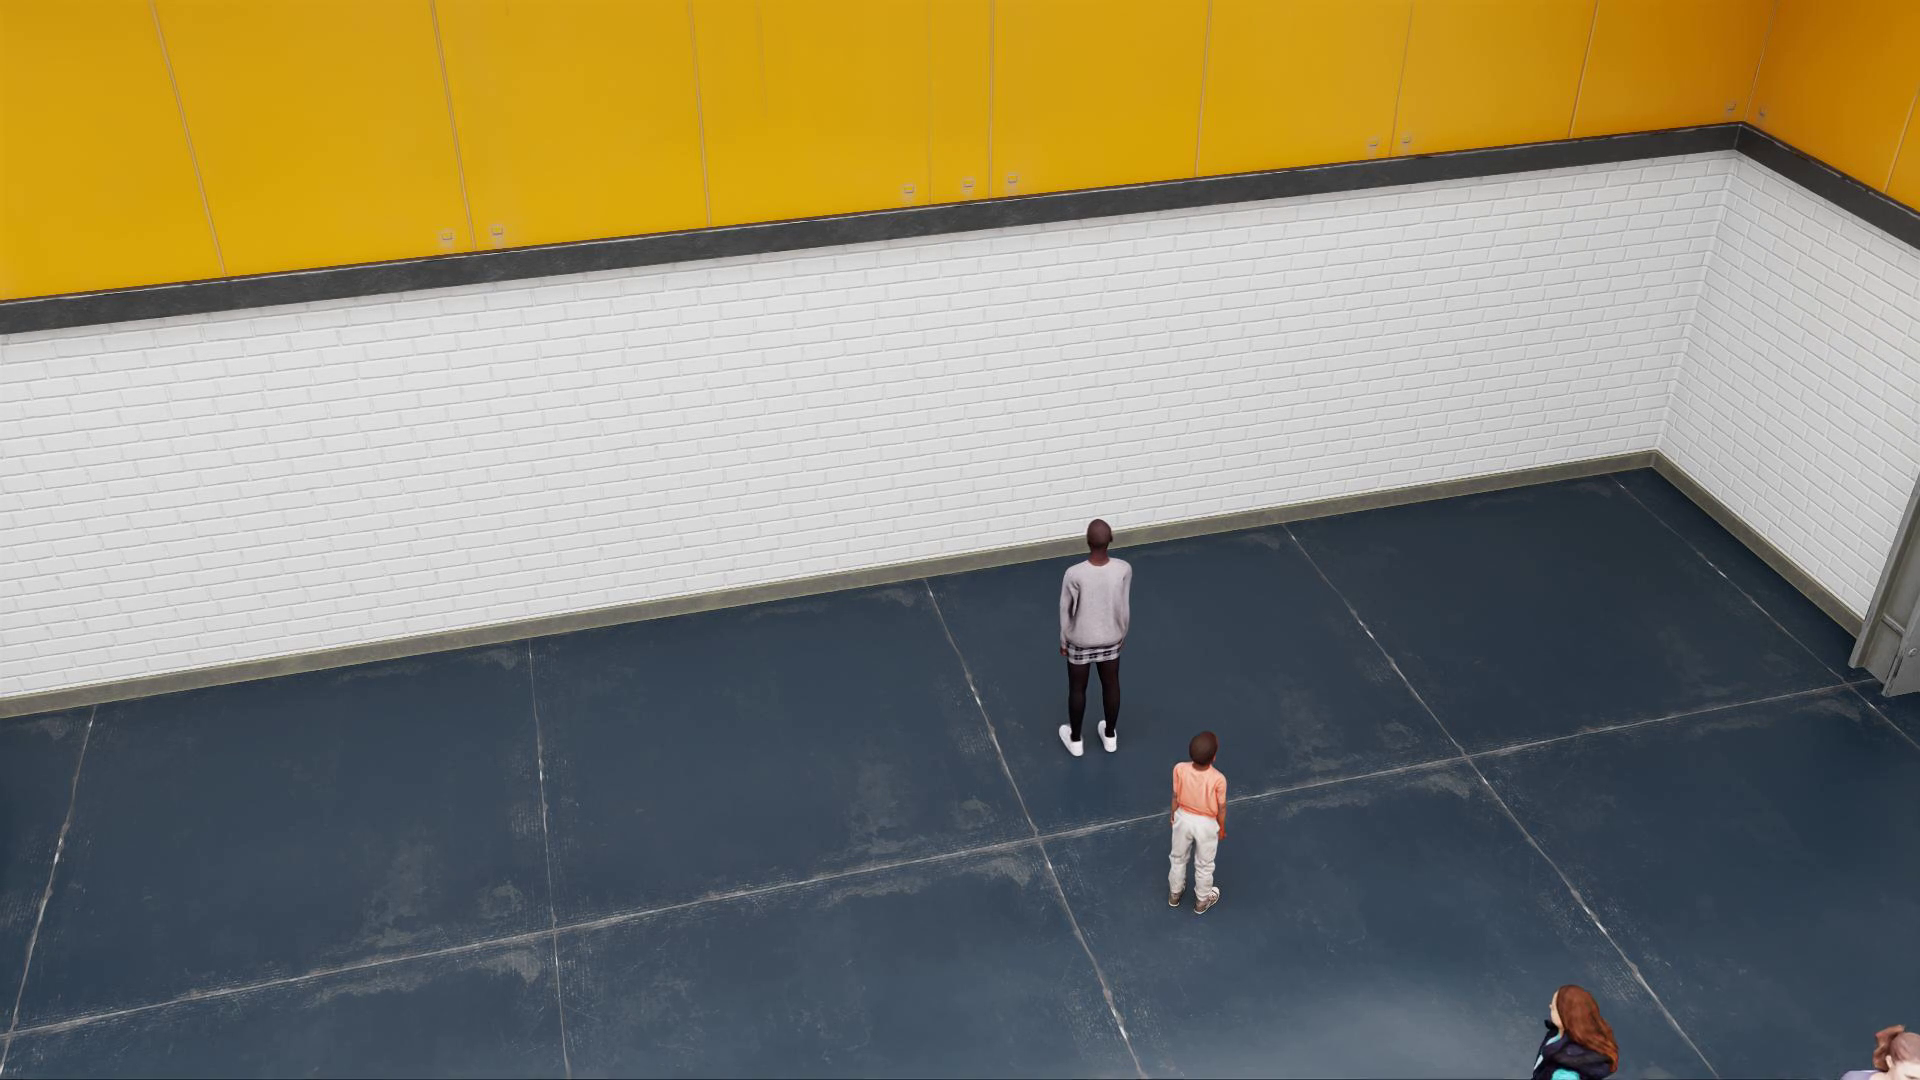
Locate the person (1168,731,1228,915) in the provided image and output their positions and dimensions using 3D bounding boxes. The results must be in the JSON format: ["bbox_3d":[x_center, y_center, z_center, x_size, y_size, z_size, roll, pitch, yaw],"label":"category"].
[{"bbox_3d":[1.376,1.635,9.669,0.563,1.310,0.615,15,36,21],"label":"person"}]

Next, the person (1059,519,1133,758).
[{"bbox_3d":[0.874,0.638,10.754,0.620,1.770,0.528,-6,34,-9],"label":"person"}]

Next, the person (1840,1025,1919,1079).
[{"bbox_3d":[4.038,2.771,7.586,0.844,1.723,1.192,3,34,4],"label":"person"}]

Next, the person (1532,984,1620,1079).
[{"bbox_3d":[2.907,2.735,7.887,1.009,1.450,1.017,12,35,17],"label":"person"}]
